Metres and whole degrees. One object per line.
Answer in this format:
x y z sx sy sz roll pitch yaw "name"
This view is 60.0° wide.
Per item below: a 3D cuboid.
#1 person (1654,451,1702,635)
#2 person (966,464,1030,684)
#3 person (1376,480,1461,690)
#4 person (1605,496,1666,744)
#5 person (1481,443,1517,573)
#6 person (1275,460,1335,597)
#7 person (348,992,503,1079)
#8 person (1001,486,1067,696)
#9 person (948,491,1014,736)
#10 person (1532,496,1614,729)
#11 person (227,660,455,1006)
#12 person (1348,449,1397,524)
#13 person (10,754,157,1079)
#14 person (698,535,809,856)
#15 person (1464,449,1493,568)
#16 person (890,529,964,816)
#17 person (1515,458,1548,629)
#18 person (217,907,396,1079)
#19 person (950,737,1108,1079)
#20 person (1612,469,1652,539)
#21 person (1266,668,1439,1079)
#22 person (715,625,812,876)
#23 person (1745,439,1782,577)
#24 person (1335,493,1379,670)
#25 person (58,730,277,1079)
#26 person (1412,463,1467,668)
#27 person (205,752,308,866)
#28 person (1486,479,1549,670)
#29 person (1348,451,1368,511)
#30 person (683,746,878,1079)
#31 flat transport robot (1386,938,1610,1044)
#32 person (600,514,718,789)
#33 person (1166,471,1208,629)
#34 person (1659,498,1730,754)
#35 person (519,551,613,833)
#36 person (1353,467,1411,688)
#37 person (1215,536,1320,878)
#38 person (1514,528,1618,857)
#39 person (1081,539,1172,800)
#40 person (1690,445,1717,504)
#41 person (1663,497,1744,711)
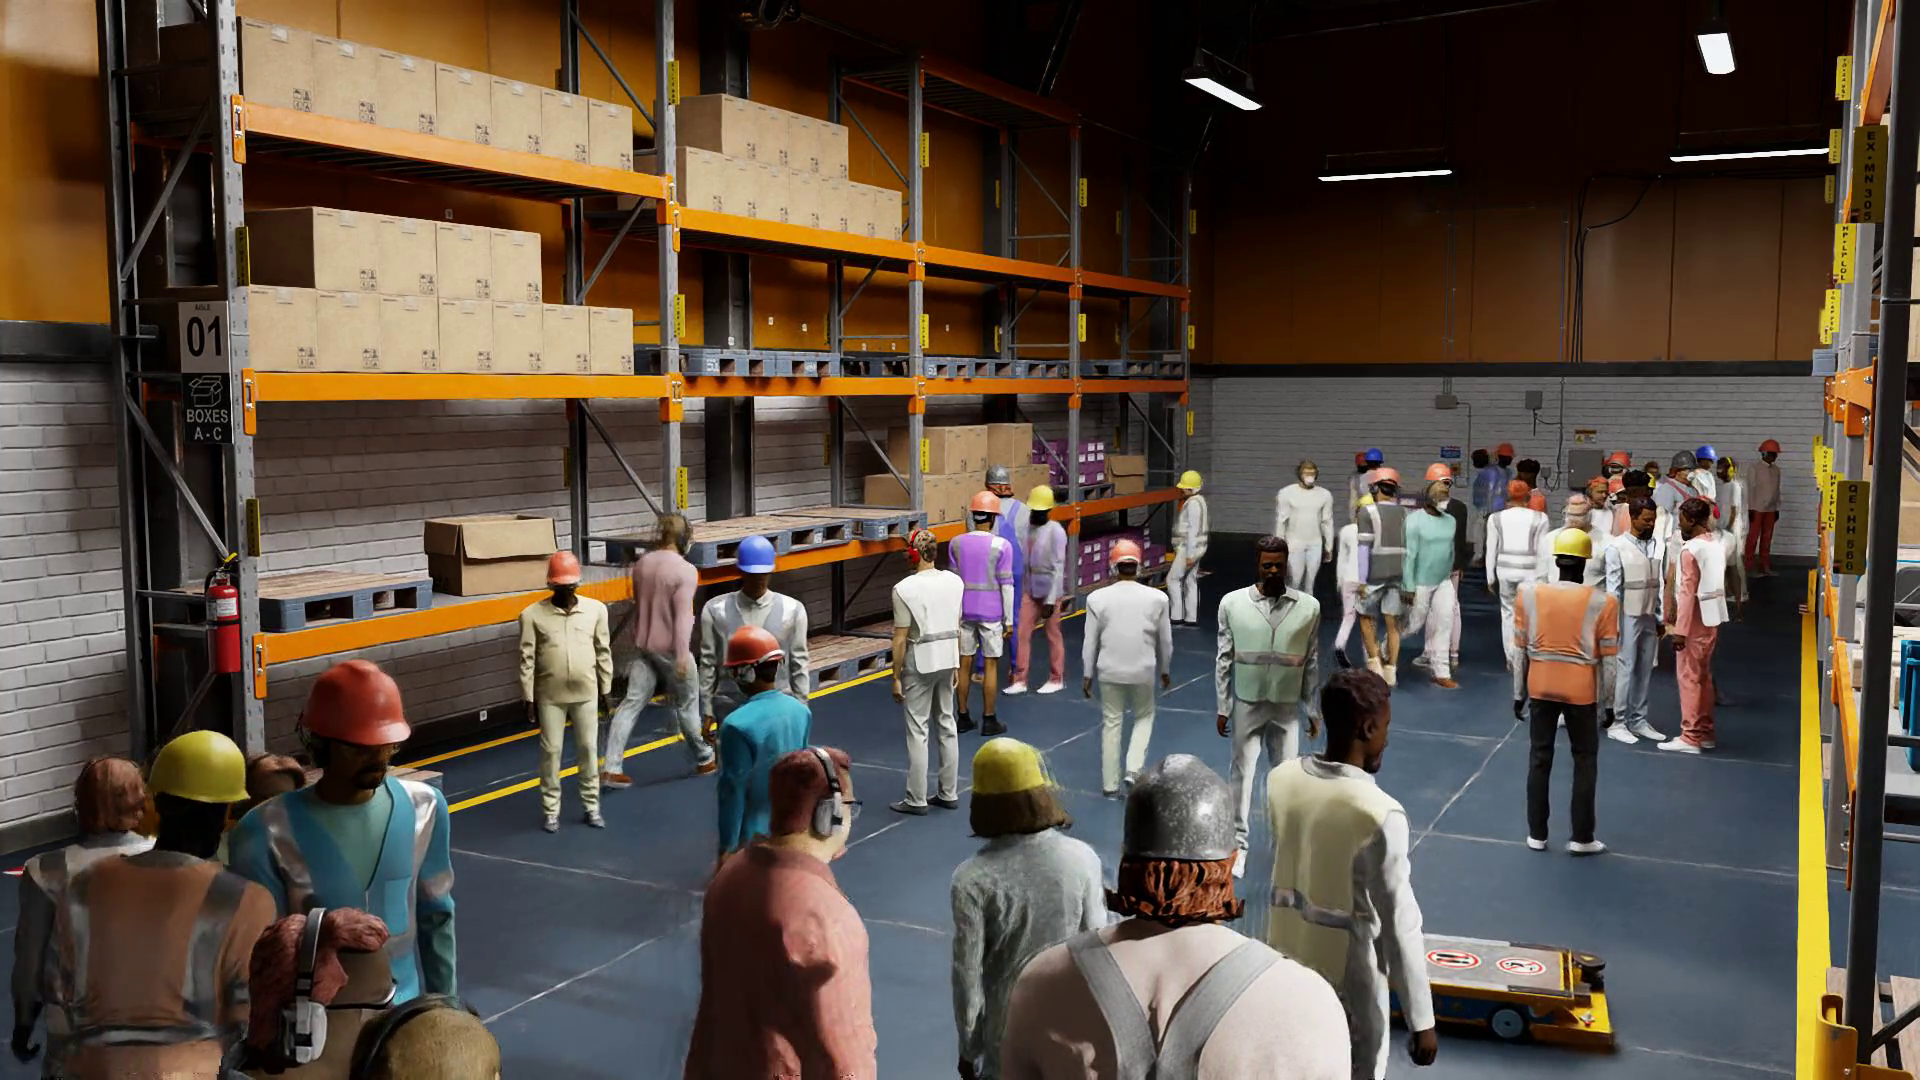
8.001 0.028 18.373 0.683 2.000 0.538 -5 7 -41 "person"
0.333 0.308 15.367 0.693 2.000 0.536 -2 6 -22 "person"
4.234 0.391 15.258 0.642 1.905 0.867 -3 6 -26 "person"
5.204 0.609 12.850 0.600 1.909 0.398 -3 6 -31 "person"
7.891 -0.450 24.198 0.566 1.912 0.413 -5 7 -45 "person"
3.845 0.078 18.429 0.654 1.925 0.515 -1 5 -8 "person"
-0.758 1.573 2.361 0.368 1.930 0.632 5 7 44 "person"
0.685 0.456 14.617 0.800 1.877 0.617 -5 7 -44 "person"
0.175 0.578 13.087 0.549 1.927 0.393 2 6 25 "person"
4.804 0.608 13.056 0.685 1.881 0.671 4 7 39 "person"
-1.644 1.327 4.509 0.621 2.030 0.445 -5 7 -45 "person"
5.302 -0.203 21.396 0.605 1.939 0.411 1 5 14 "person"
-2.610 1.465 5.118 0.536 1.617 0.642 -5 7 -42 "person"
-1.135 0.936 9.154 0.608 1.939 0.406 -1 5 -7 "person"
7.869 -0.465 25.023 0.786 1.790 0.712 1 5 8 "person"
-0.202 0.848 10.655 0.560 1.836 0.394 -5 7 -41 "person"
6.259 0.083 18.250 0.373 1.959 0.608 1 5 15 "person"
-1.065 1.550 2.777 0.400 1.900 0.646 0 5 -4 "person"
0.224 1.444 4.848 0.503 1.716 0.543 -3 6 -30 "person"
6.327 0.315 15.683 0.361 1.965 0.613 2 6 18 "person"
1.226 1.330 5.082 0.551 1.901 0.639 -2 6 -22 "person"
-0.856 1.229 7.065 0.351 1.738 0.575 3 6 27 "person"
11.525 -0.449 23.819 0.615 1.985 0.412 -2 6 -24 "person"
3.801 0.416 15.854 0.536 1.724 0.746 3 6 31 "person"
-2.052 1.446 4.245 0.607 1.881 0.903 0 5 -1 "person"
4.658 0.250 16.223 0.612 1.995 0.393 -2 6 -23 "person"
-2.219 1.464 5.293 0.516 1.598 0.840 -3 6 -32 "person"
5.289 0.351 15.837 0.580 1.868 0.742 3 6 28 "person"
6.558 -0.595 26.921 0.561 1.709 0.865 3 6 32 "person"
-0.495 1.444 4.170 0.963 1.854 0.645 -3 6 -27 "person"
2.084 1.930 7.324 1.431 0.197 0.652 2 6 19 "flat transport robot"
-2.048 0.764 11.405 0.681 1.873 1.064 4 7 39 "person"
2.498 0.117 18.705 0.583 1.803 0.645 2 6 22 "person"
5.555 0.642 12.500 0.386 1.904 0.603 5 7 43 "person"
-2.423 0.930 10.269 0.574 1.742 0.355 -2 6 -24 "person"
3.854 0.335 15.202 0.635 2.011 0.520 -2 6 -21 "person"
1.726 0.927 9.345 0.587 1.920 0.390 0 5 -1 "person"
3.564 0.889 9.813 0.585 1.916 0.405 3 6 33 "person"
1.106 0.863 11.047 0.591 1.733 0.383 1 5 12 "person"
9.975 -0.301 22.400 0.601 1.949 0.384 -5 7 -43 "person"
6.302 0.542 14.087 0.694 1.822 0.475 -1 5 -12 "person"
